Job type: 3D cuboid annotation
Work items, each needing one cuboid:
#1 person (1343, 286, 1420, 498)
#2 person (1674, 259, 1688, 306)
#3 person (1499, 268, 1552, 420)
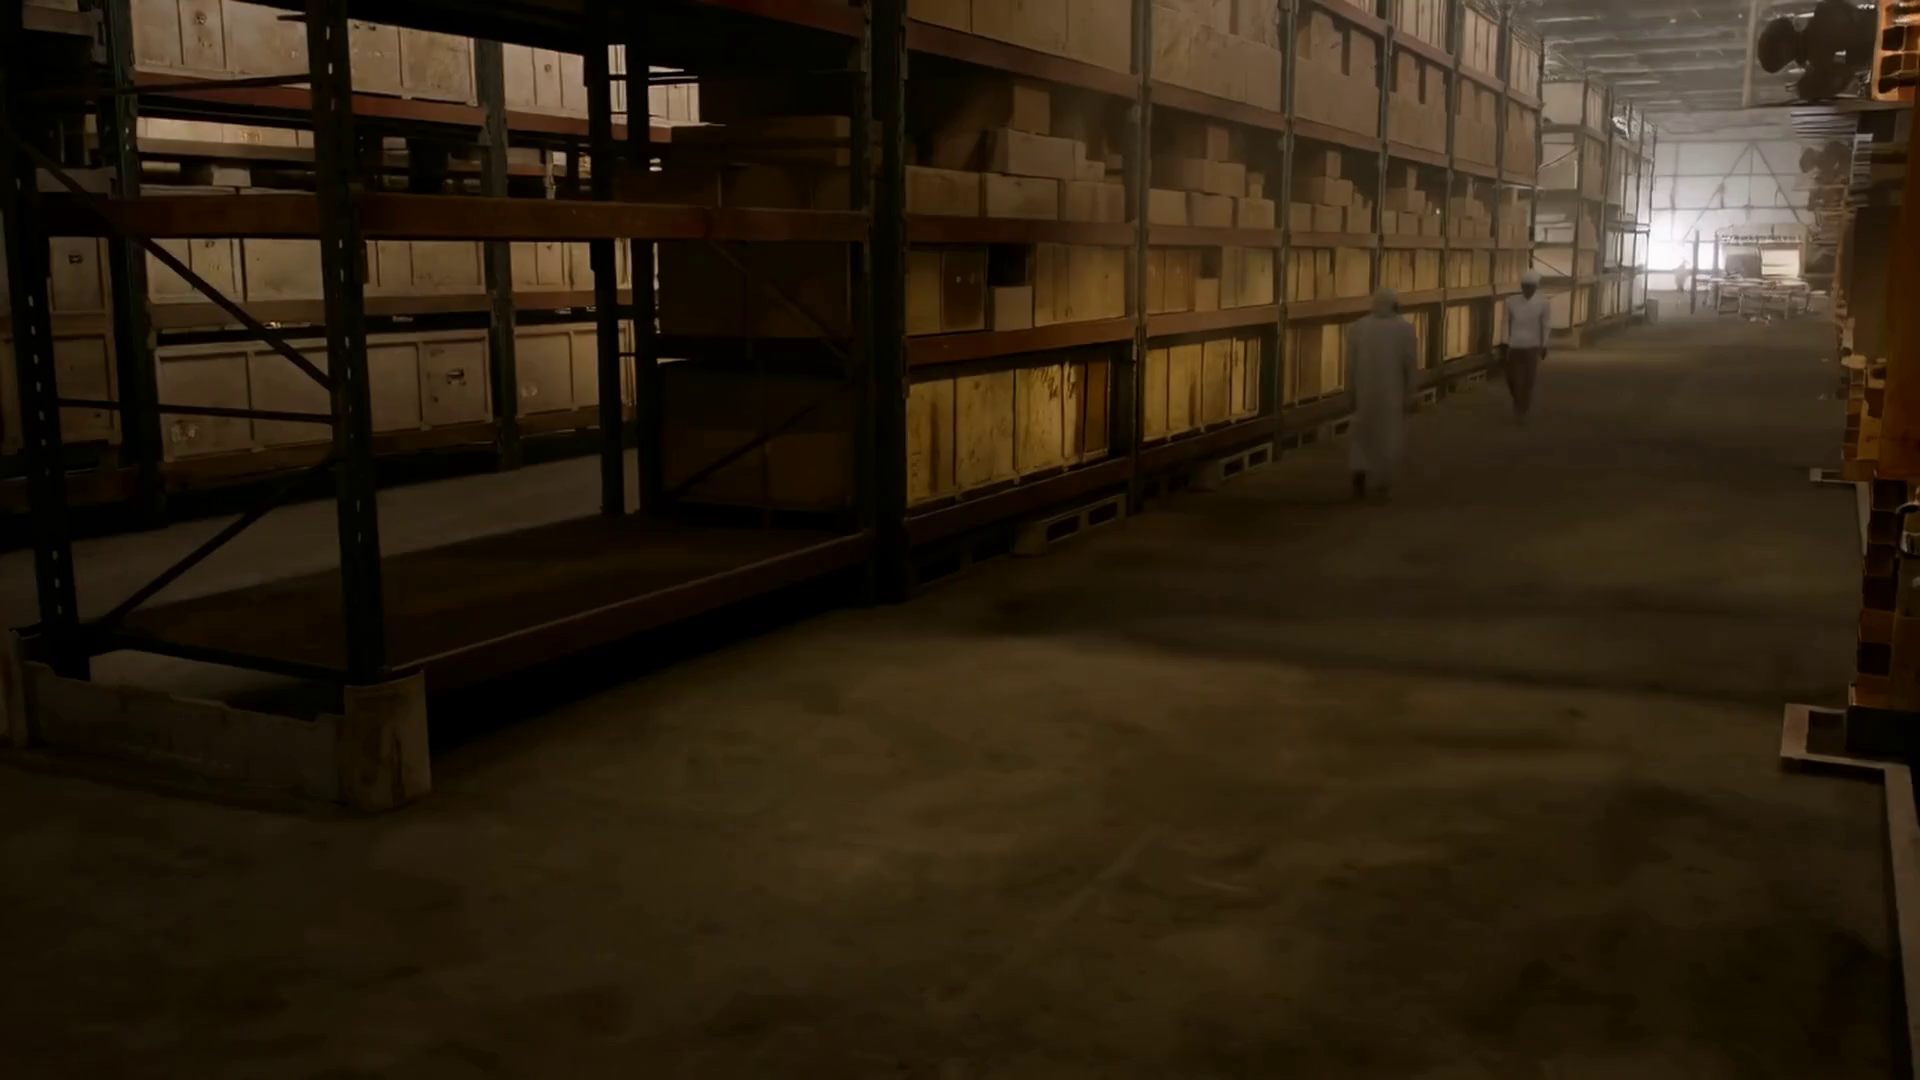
[{"bbox_3d":[3.756,-1.309,14.801,0.663,1.887,0.427,6,12,32],"label":"person"},{"bbox_3d":[29.385,-10.479,67.772,0.366,1.931,0.632,-4,11,-23],"label":"person"},{"bbox_3d":[7.404,-2.567,21.804,0.639,1.976,0.457,5,11,28],"label":"person"}]
